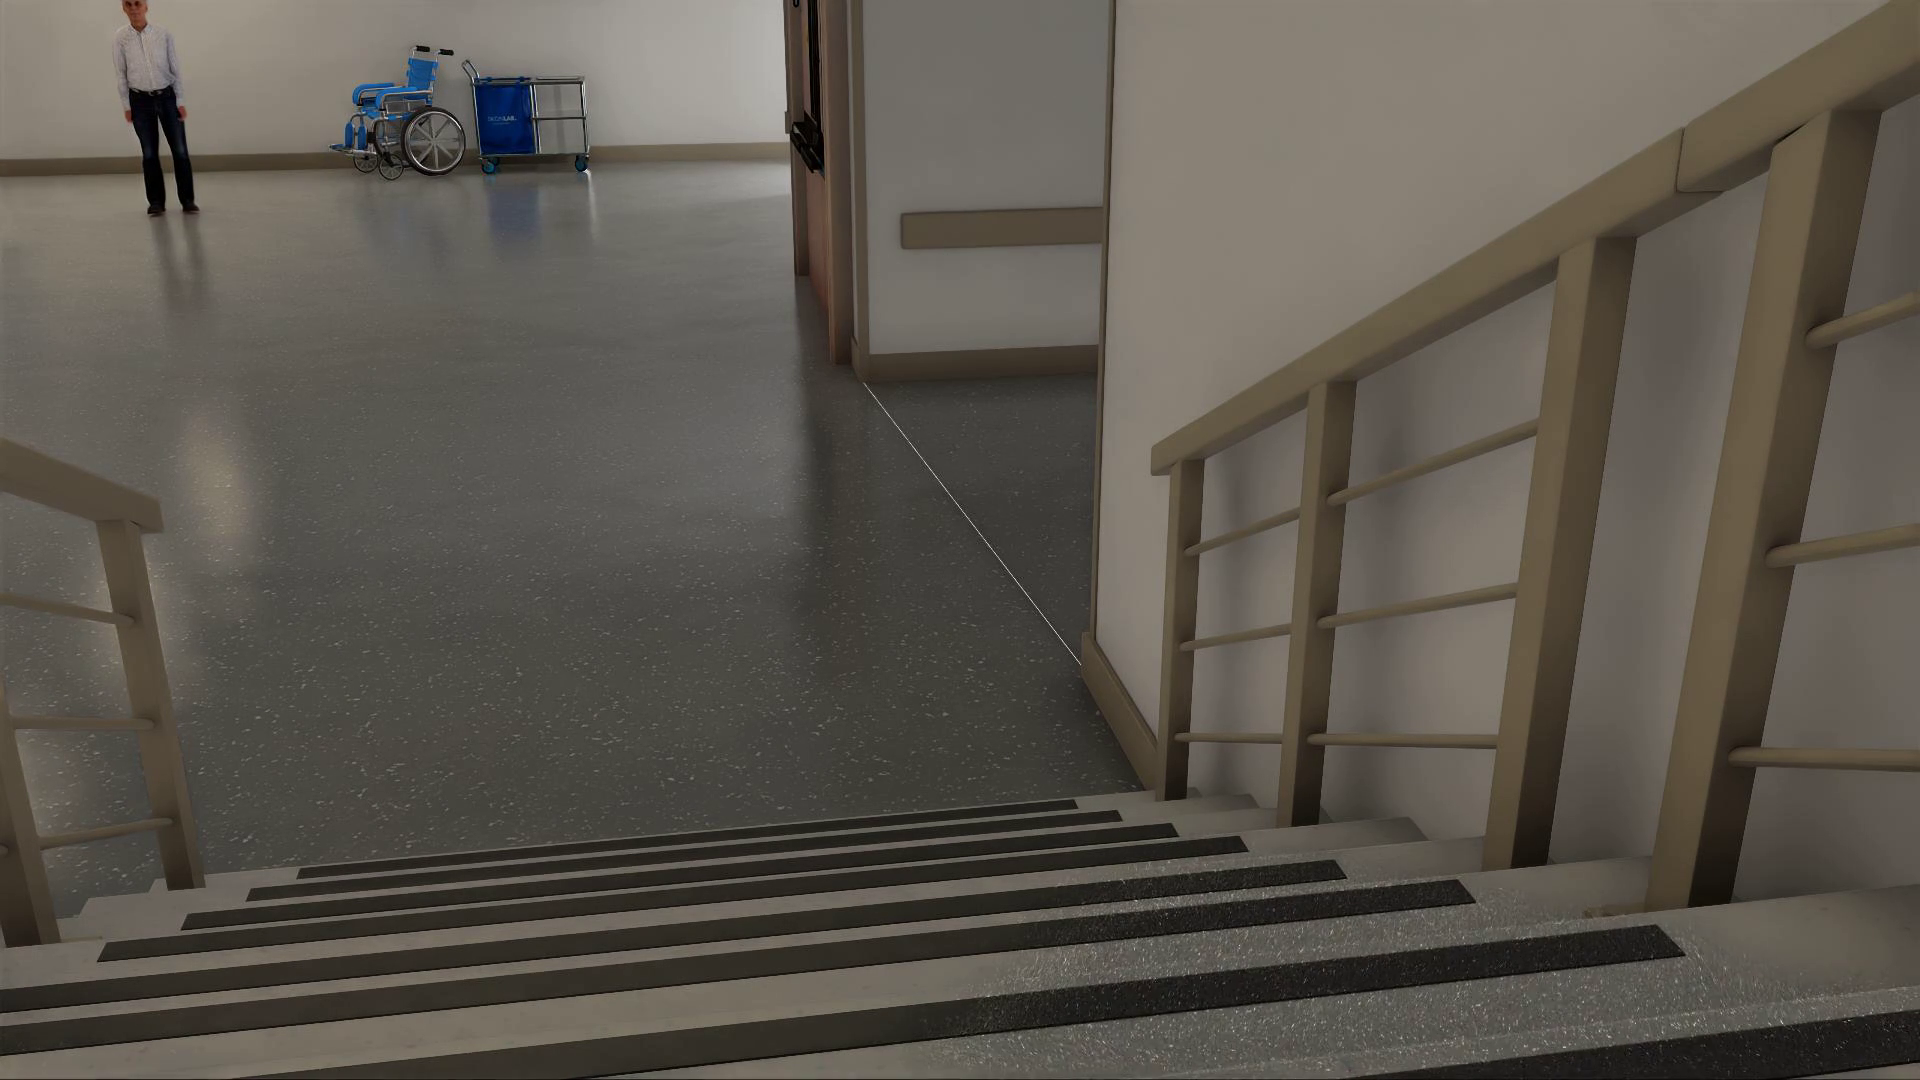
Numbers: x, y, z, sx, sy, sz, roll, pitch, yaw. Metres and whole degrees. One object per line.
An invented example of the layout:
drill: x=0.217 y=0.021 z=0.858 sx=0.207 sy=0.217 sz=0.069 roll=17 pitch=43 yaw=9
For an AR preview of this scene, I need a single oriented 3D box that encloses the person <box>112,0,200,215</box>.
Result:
person: x=-6.608 y=-3.604 z=13.657 sx=0.685 sy=1.817 sz=0.619 roll=-8 pitch=22 yaw=-20
